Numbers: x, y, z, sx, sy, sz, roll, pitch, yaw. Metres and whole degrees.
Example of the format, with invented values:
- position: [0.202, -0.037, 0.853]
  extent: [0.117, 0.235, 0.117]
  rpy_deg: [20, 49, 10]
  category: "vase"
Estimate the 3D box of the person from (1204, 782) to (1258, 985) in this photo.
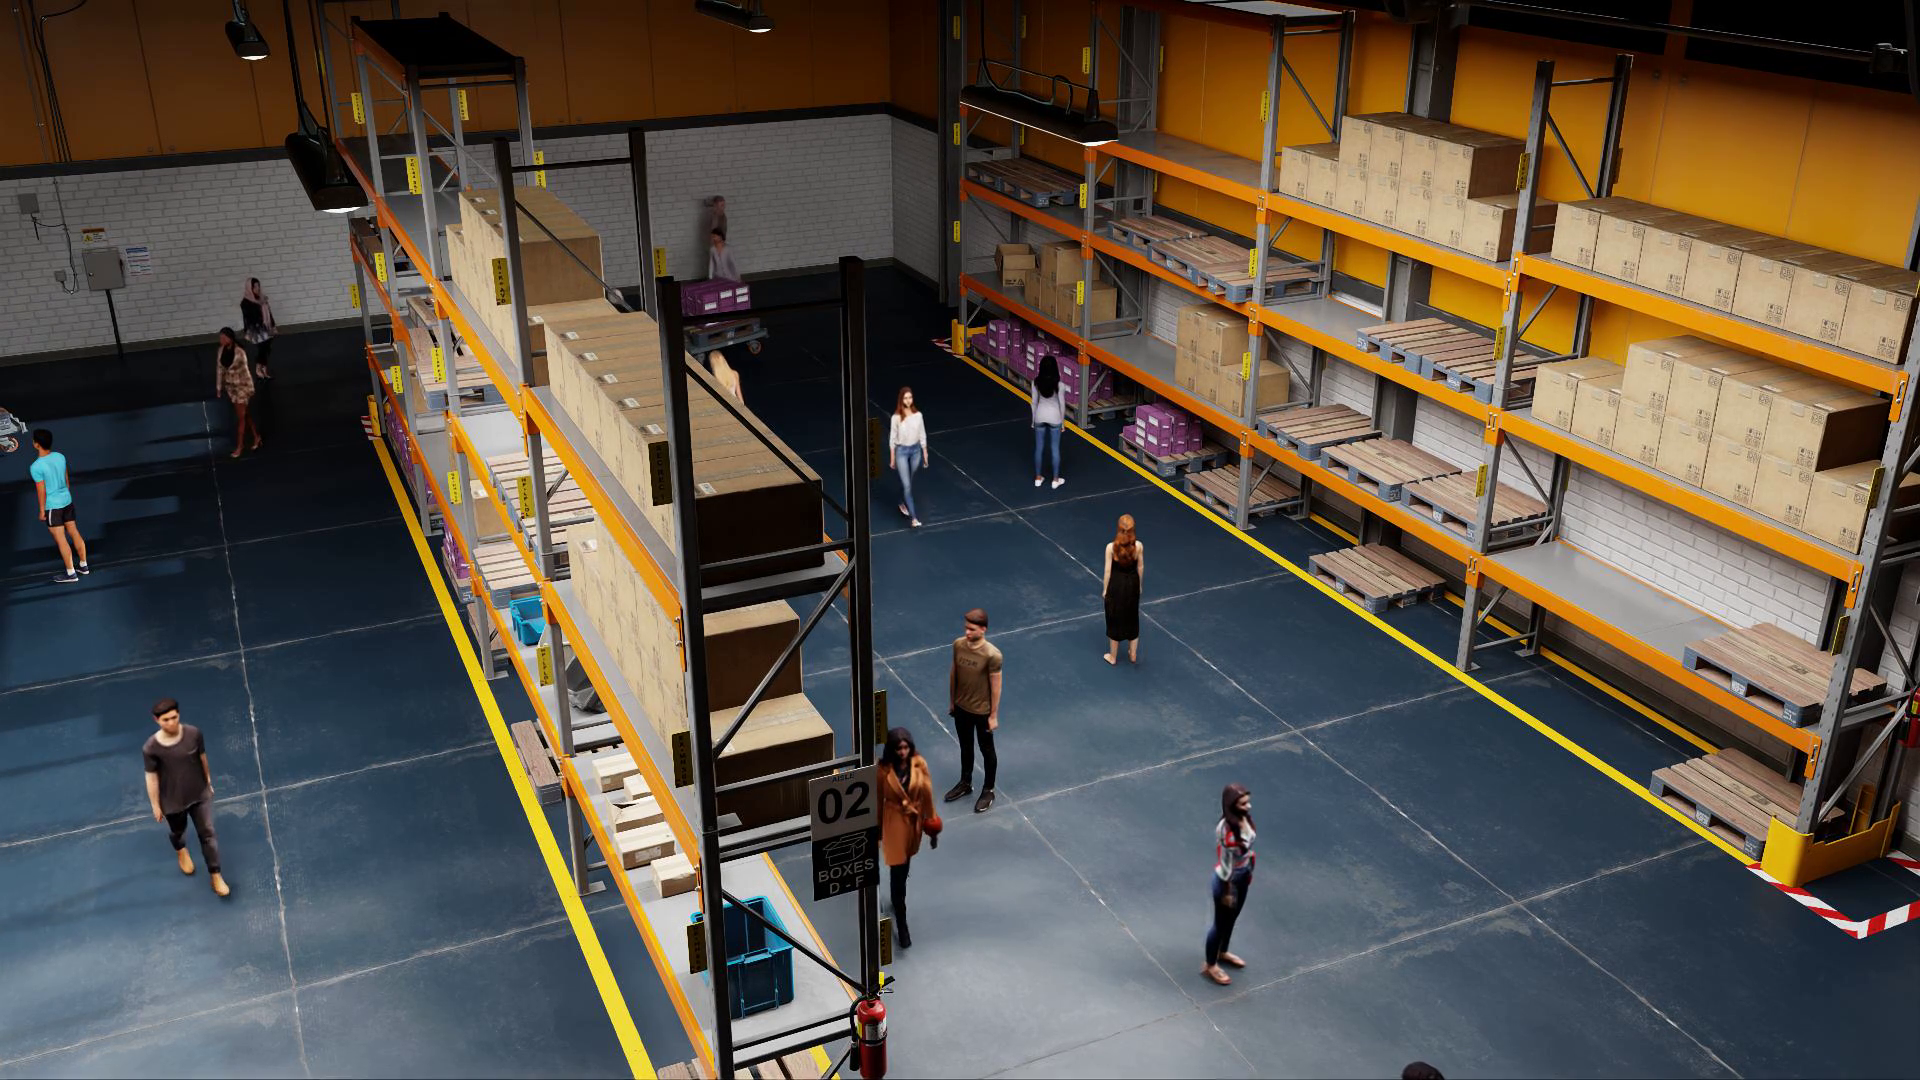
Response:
- position: [1.982, 2.483, 12.207]
  extent: [0.676, 1.612, 0.664]
  rpy_deg: [14, 27, 29]
  category: "person"

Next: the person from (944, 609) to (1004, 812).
- position: [0.139, 1.430, 14.317]
  extent: [0.686, 1.852, 0.807]
  rpy_deg: [16, 28, 32]
  category: "person"

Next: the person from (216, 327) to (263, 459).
- position: [-9.632, -2.024, 22.330]
  extent: [0.939, 1.763, 1.005]
  rpy_deg: [8, 25, 18]
  category: "person"

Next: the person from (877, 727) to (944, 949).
- position: [-0.466, 2.174, 12.815]
  extent: [0.766, 1.693, 1.004]
  rpy_deg: [-8, 25, -17]
  category: "person"

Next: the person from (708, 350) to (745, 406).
- position: [-2.929, -1.514, 21.154]
  extent: [0.652, 1.770, 0.975]
  rpy_deg: [-8, 25, -19]
  category: "person"

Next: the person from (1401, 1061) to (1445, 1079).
- position: [2.714, 3.659, 9.965]
  extent: [0.637, 1.255, 0.580]
  rpy_deg: [9, 25, 20]
  category: "person"

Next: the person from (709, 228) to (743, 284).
- position: [-3.814, -4.351, 27.698]
  extent: [0.907, 1.728, 0.954]
  rpy_deg: [7, 25, 15]
  category: "person"

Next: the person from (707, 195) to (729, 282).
- position: [-4.347, -5.193, 29.488]
  extent: [1.096, 1.836, 1.025]
  rpy_deg: [-2, 24, -5]
  category: "person"

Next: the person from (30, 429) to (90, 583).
- position: [-10.077, -0.396, 18.590]
  extent: [0.747, 1.776, 0.662]
  rpy_deg: [6, 24, 12]
  category: "person"

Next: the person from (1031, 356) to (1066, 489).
- position: [1.115, -1.508, 21.186]
  extent: [0.673, 1.735, 0.730]
  rpy_deg: [8, 25, 17]
  category: "person"

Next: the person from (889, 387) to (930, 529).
- position: [-0.660, -1.036, 20.170]
  extent: [0.631, 1.683, 1.091]
  rpy_deg: [-10, 25, -21]
  category: "person"

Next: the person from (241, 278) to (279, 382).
- position: [-10.683, -3.179, 25.148]
  extent: [0.832, 1.622, 0.761]
  rpy_deg: [4, 24, 10]
  category: "person"

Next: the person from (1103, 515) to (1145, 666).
- position: [1.644, 0.497, 16.736]
  extent: [0.612, 1.625, 0.629]
  rpy_deg: [-5, 24, -11]
  category: "person"

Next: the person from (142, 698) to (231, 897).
- position: [-6.213, 1.988, 13.252]
  extent: [0.809, 1.683, 1.135]
  rpy_deg: [-18, 29, -35]
  category: "person"
